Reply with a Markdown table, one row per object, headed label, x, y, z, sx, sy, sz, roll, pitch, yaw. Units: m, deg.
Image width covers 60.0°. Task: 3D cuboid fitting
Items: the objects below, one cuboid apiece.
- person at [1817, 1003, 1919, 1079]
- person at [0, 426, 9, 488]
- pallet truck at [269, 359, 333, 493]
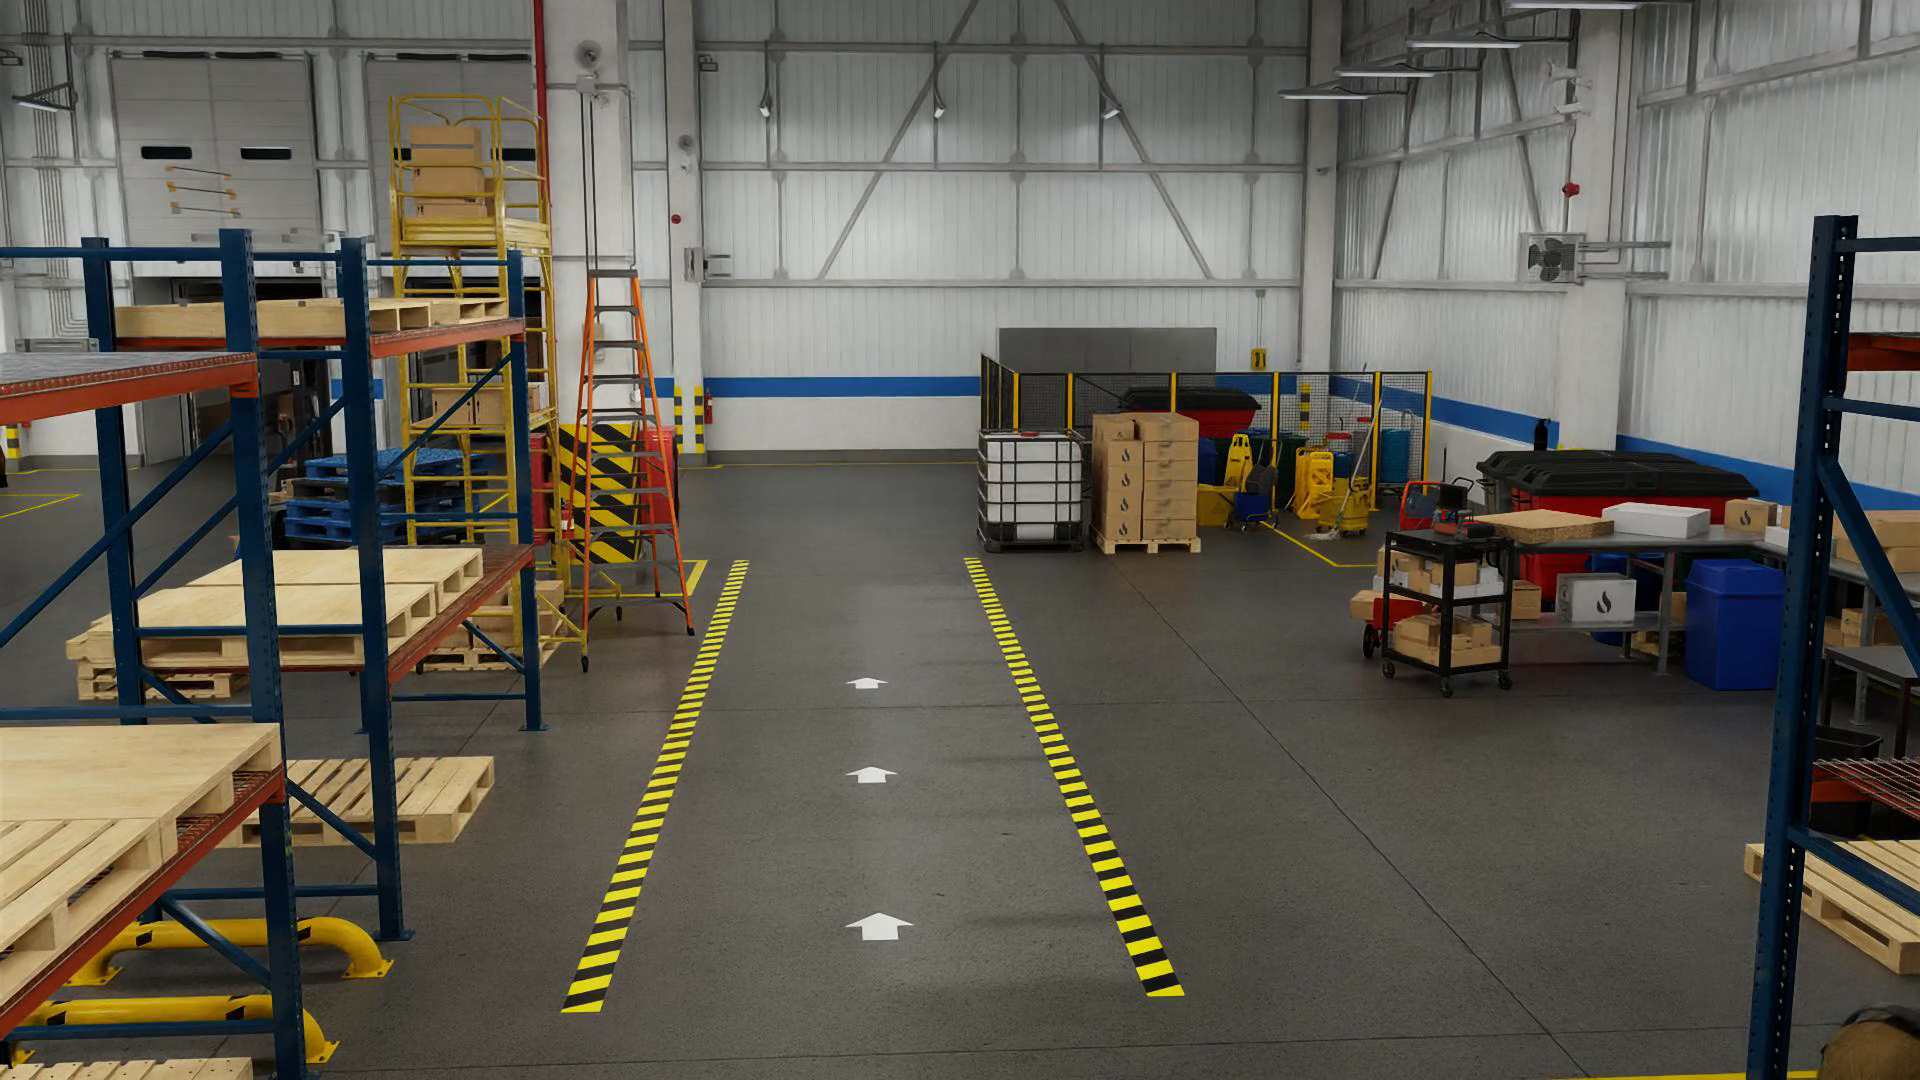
| label | x | y | z | sx | sy | sz | roll | pitch | yaw |
| --- | --- | --- | --- | --- | --- | --- | --- | --- | --- |
| person | 1.233 | 1.560 | 2.284 | 0.372 | 1.940 | 0.630 | -4 | 10 | -23 |
| person | -13.174 | -1.657 | 22.519 | 0.389 | 1.930 | 0.544 | -8 | 12 | -41 |
| pallet truck | -7.062 | -1.131 | 18.996 | 1.885 | 1.965 | 0.823 | 2 | 9 | 13 |
